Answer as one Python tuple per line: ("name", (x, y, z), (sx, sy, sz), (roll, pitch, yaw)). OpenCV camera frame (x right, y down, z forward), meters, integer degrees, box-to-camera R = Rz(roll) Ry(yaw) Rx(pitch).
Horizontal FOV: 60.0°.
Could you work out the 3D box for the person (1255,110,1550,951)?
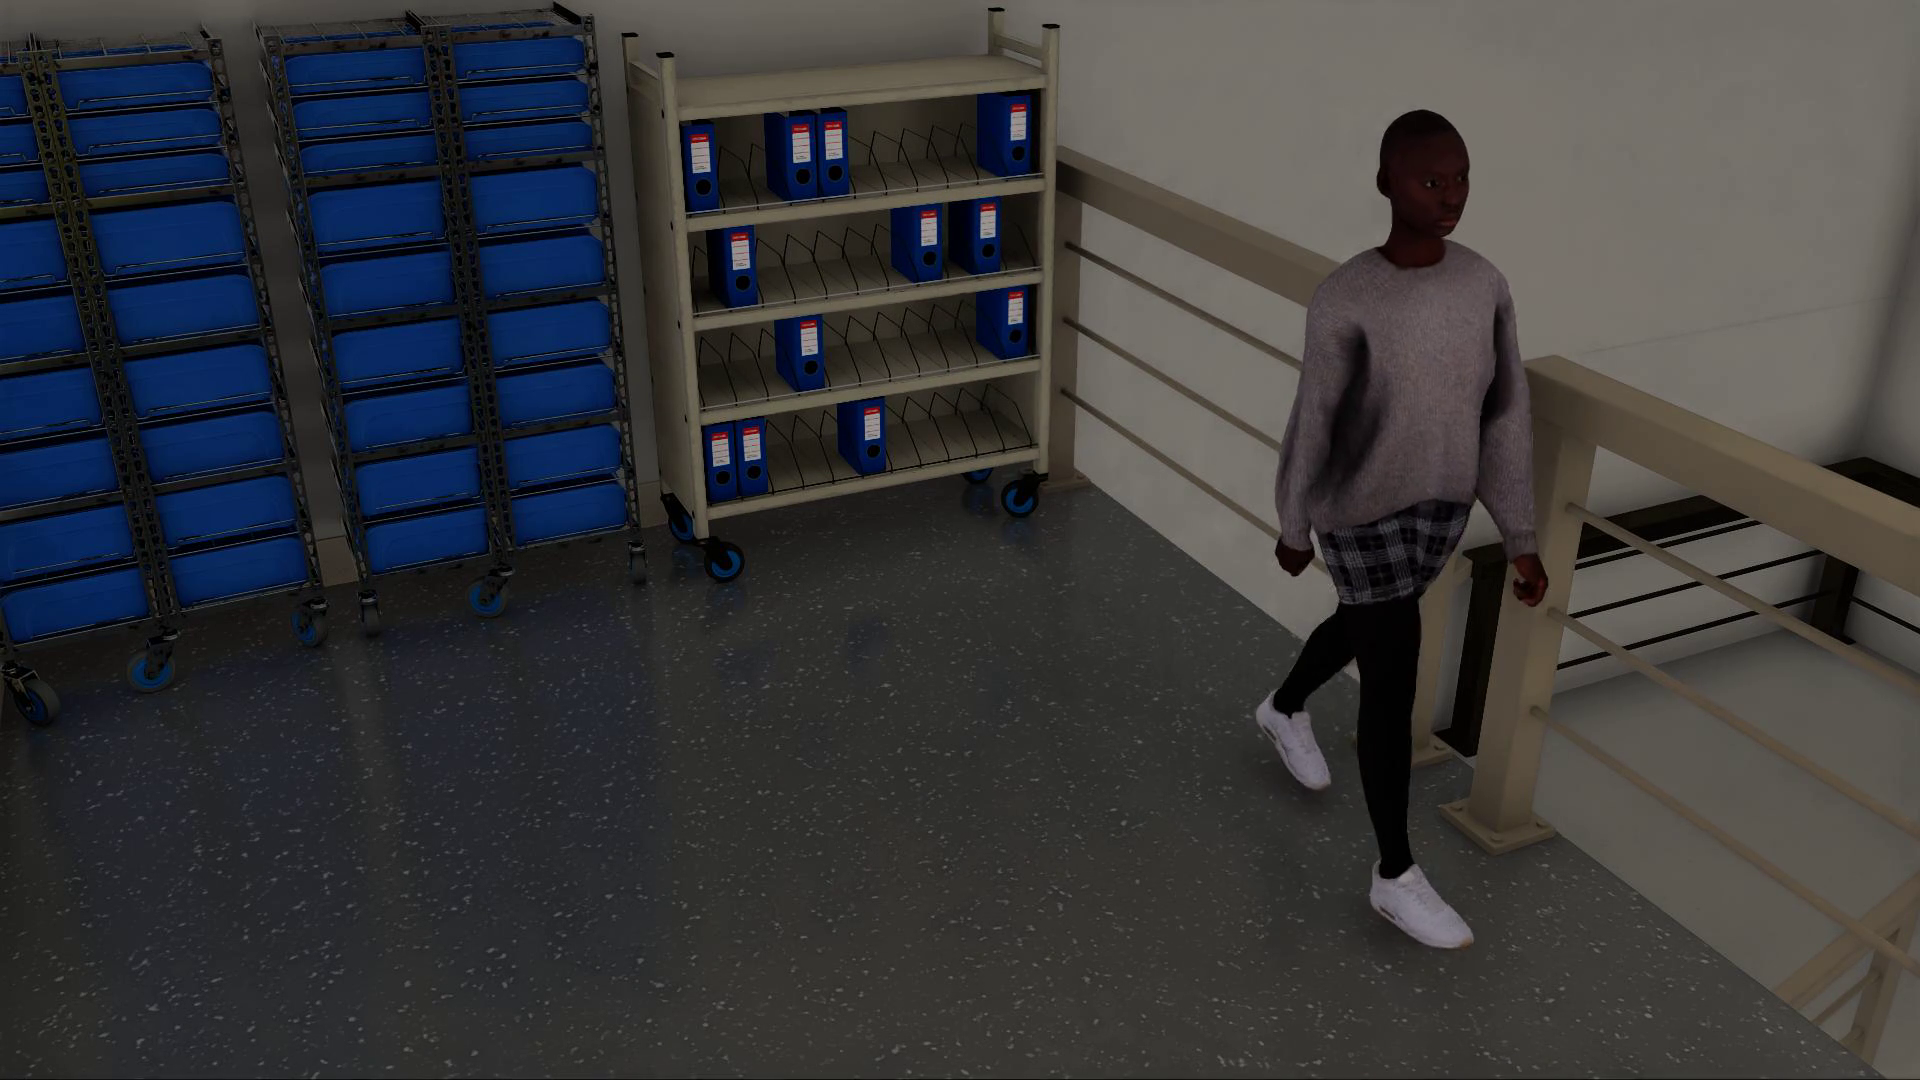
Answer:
("person", (0.902, -0.068, 3.700), (1.099, 1.732, 0.679), (-11, 28, -21))
